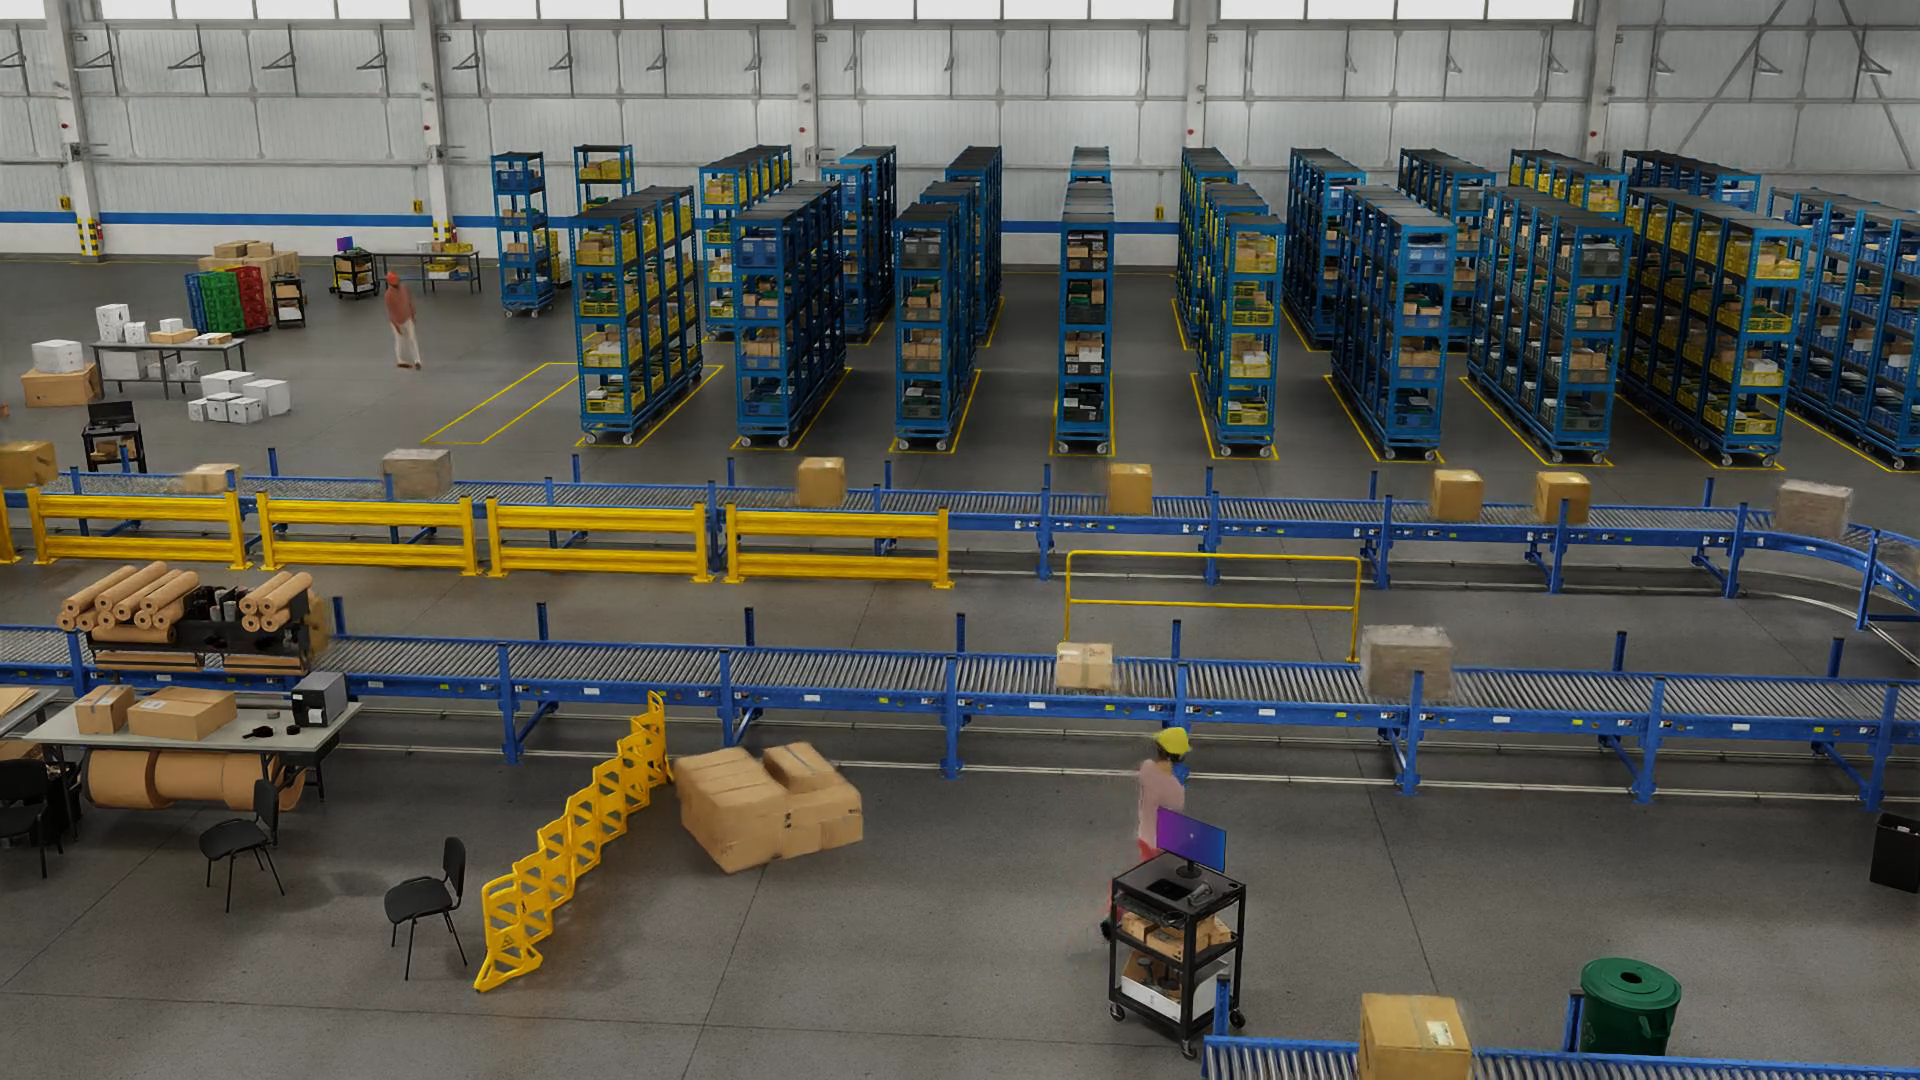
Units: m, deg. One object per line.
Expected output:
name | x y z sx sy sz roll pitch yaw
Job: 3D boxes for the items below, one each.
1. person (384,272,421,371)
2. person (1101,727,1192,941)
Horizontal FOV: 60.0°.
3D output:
person | -10.553 -4.144 31.558 0.676 1.926 0.849 -16 24 -42
person | 1.374 2.149 11.881 0.631 1.741 0.541 -9 20 -26
